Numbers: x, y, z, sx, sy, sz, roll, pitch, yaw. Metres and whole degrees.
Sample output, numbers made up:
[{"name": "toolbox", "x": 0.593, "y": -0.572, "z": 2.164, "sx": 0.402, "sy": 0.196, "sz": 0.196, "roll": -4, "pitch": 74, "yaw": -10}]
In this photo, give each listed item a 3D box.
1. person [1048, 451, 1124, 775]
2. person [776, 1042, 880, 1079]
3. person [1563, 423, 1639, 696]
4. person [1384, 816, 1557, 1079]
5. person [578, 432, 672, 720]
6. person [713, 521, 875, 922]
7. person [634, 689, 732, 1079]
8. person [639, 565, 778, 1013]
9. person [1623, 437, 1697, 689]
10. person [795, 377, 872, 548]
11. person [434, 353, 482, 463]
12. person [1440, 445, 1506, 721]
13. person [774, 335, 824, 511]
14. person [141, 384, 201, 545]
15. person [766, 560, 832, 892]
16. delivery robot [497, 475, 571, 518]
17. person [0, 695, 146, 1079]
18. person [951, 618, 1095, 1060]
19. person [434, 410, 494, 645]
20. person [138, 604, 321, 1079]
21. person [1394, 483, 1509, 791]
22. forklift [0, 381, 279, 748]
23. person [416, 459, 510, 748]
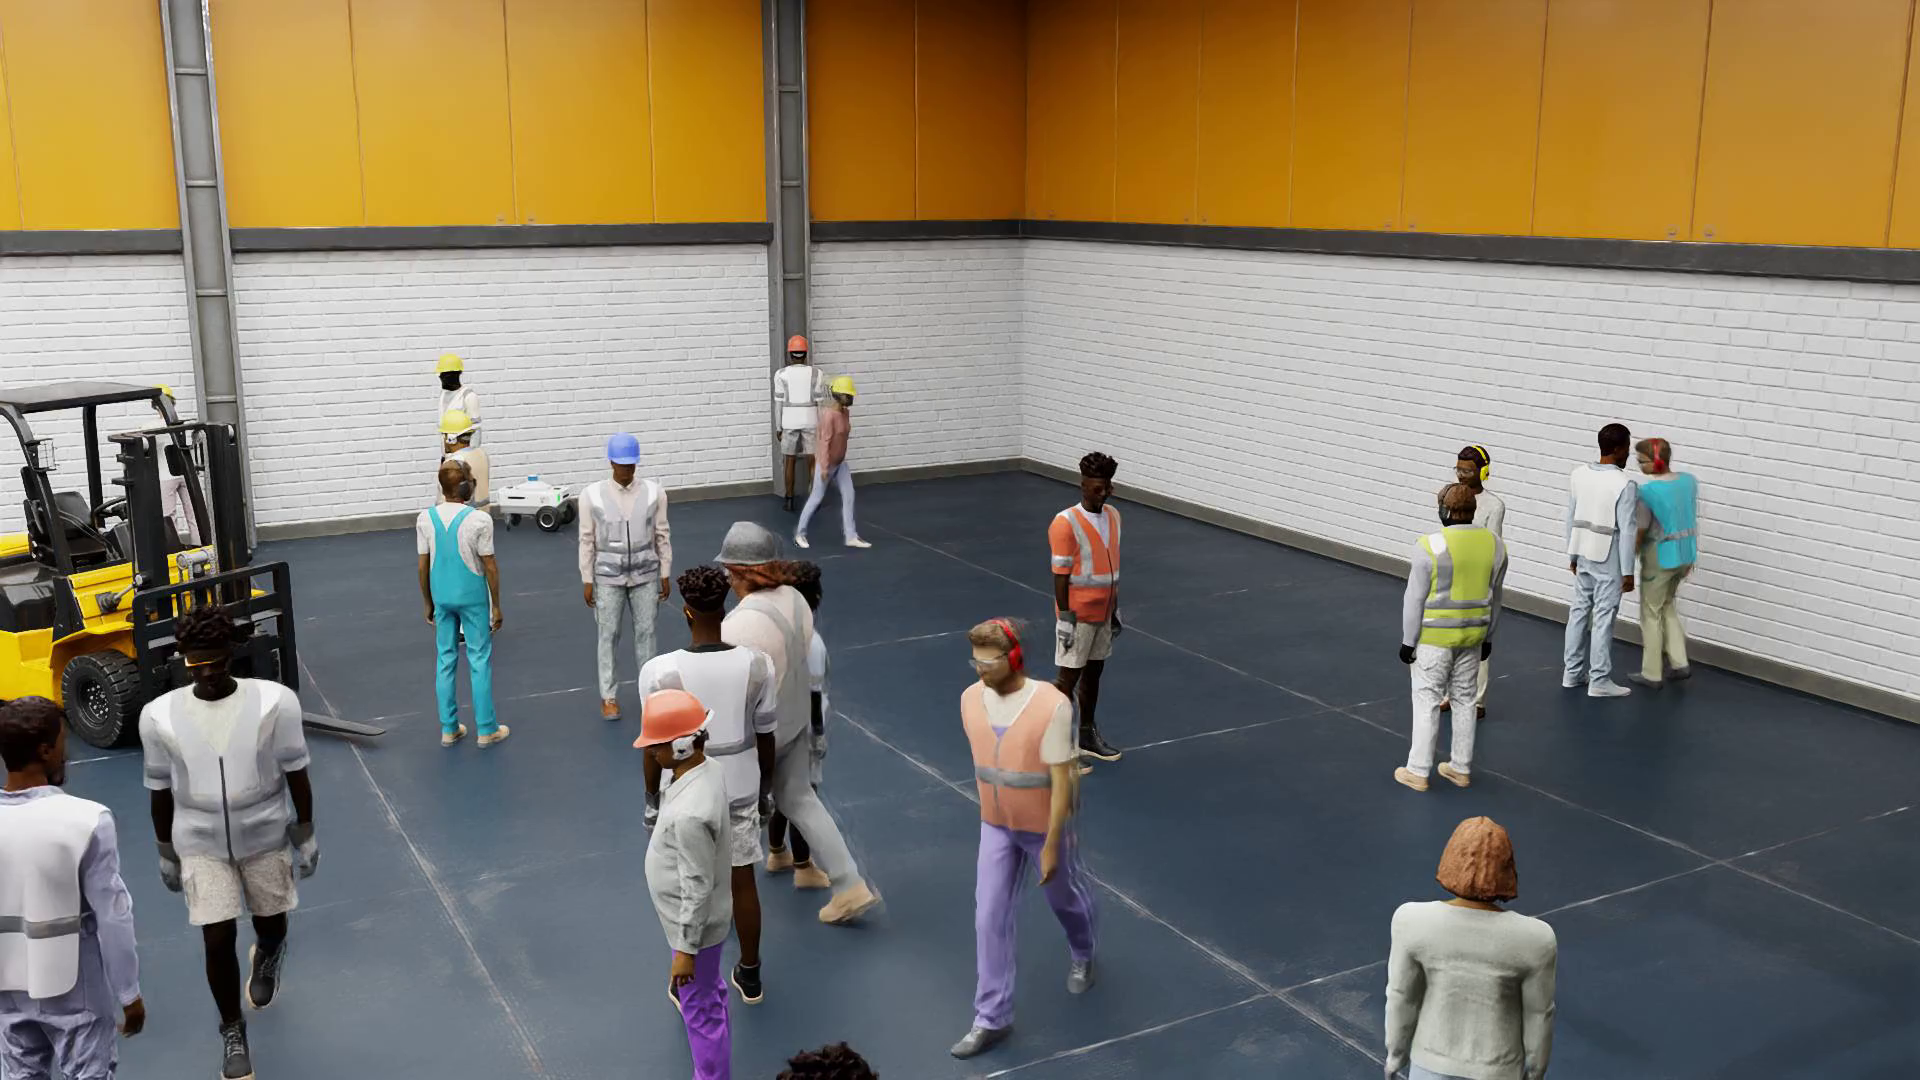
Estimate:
[{"name": "person", "x": 0.784, "y": 0.427, "z": 10.145, "sx": 0.371, "sy": 1.961, "sz": 0.602, "roll": 11, "pitch": 16, "yaw": 41}, {"name": "person", "x": -0.245, "y": 1.892, "z": 3.272, "sx": 0.614, "sy": 1.962, "sz": 0.366, "roll": 1, "pitch": 12, "yaw": 3}, {"name": "person", "x": 4.469, "y": 0.136, "z": 11.612, "sx": 0.379, "sy": 1.917, "sz": 0.597, "roll": -5, "pitch": 13, "yaw": -21}, {"name": "person", "x": 1.577, "y": 1.649, "z": 5.192, "sx": 0.500, "sy": 1.633, "sz": 0.286, "roll": 5, "pitch": 13, "yaw": 21}, {"name": "person", "x": -2.225, "y": 0.239, "z": 11.100, "sx": 0.615, "sy": 1.939, "sz": 0.418, "roll": -5, "pitch": 13, "yaw": -21}, {"name": "person", "x": -0.901, "y": 0.859, "z": 7.937, "sx": 1.014, "sy": 2.000, "sz": 0.683, "roll": 6, "pitch": 13, "yaw": 26}, {"name": "person", "x": -1.008, "y": 1.388, "z": 6.156, "sx": 0.335, "sy": 1.743, "sz": 0.561, "roll": -1, "pitch": 12, "yaw": -6}, {"name": "person", "x": -1.070, "y": 1.072, "z": 7.148, "sx": 0.598, "sy": 1.958, "sz": 0.372, "roll": -6, "pitch": 13, "yaw": -25}, {"name": "person", "x": 4.919, "y": 0.181, "z": 11.662, "sx": 0.630, "sy": 1.820, "sz": 0.428, "roll": -7, "pitch": 14, "yaw": -29}, {"name": "person", "x": -1.303, "y": -0.757, "z": 16.312, "sx": 0.769, "sy": 1.711, "sz": 0.538, "roll": 6, "pitch": 13, "yaw": 24}, {"name": "person", "x": -4.918, "y": -0.870, "z": 16.306, "sx": 0.590, "sy": 1.926, "sz": 0.388, "roll": 10, "pitch": 16, "yaw": 39}, {"name": "person", "x": 3.364, "y": 0.289, "z": 11.043, "sx": 0.333, "sy": 1.860, "sz": 0.509, "roll": -5, "pitch": 13, "yaw": -23}, {"name": "person", "x": -1.756, "y": -1.276, "z": 18.223, "sx": 0.542, "sy": 1.928, "sz": 0.399, "roll": -1, "pitch": 12, "yaw": -7}, {"name": "person", "x": -7.203, "y": -0.550, "z": 15.206, "sx": 0.327, "sy": 1.760, "sz": 0.523, "roll": 9, "pitch": 15, "yaw": 35}, {"name": "person", "x": -0.821, "y": 0.933, "z": 8.414, "sx": 0.319, "sy": 1.696, "sz": 0.539, "roll": -7, "pitch": 14, "yaw": -29}, {"name": "delivery robot", "x": -4.431, "y": -0.437, "z": 17.295, "sx": 0.707, "sy": 0.478, "sz": 0.477, "roll": 2, "pitch": 12, "yaw": 8}, {"name": "person", "x": -2.999, "y": 1.451, "z": 5.463, "sx": 0.607, "sy": 1.913, "sz": 0.384, "roll": 1, "pitch": 12, "yaw": 4}, {"name": "person", "x": 0.281, "y": 1.179, "z": 7.037, "sx": 0.580, "sy": 1.792, "sz": 0.976, "roll": 7, "pitch": 14, "yaw": 31}, {"name": "person", "x": -3.856, "y": -0.098, "z": 12.914, "sx": 0.404, "sy": 1.830, "sz": 0.603, "roll": 2, "pitch": 12, "yaw": 10}, {"name": "person", "x": -2.939, "y": 1.163, "z": 6.756, "sx": 0.634, "sy": 1.937, "sz": 0.708, "roll": -4, "pitch": 13, "yaw": -20}, {"name": "person", "x": 2.879, "y": 0.571, "z": 9.792, "sx": 0.636, "sy": 1.831, "sz": 0.429, "roll": -4, "pitch": 13, "yaw": -18}, {"name": "forklift", "x": -5.853, "y": 0.085, "z": 11.199, "sx": 2.313, "sy": 2.155, "sz": 1.214, "roll": 7, "pitch": 14, "yaw": 28}, {"name": "person", "x": -3.153, "y": 0.406, "z": 10.526, "sx": 0.509, "sy": 1.842, "sz": 0.329, "roll": 2, "pitch": 12, "yaw": 8}]
